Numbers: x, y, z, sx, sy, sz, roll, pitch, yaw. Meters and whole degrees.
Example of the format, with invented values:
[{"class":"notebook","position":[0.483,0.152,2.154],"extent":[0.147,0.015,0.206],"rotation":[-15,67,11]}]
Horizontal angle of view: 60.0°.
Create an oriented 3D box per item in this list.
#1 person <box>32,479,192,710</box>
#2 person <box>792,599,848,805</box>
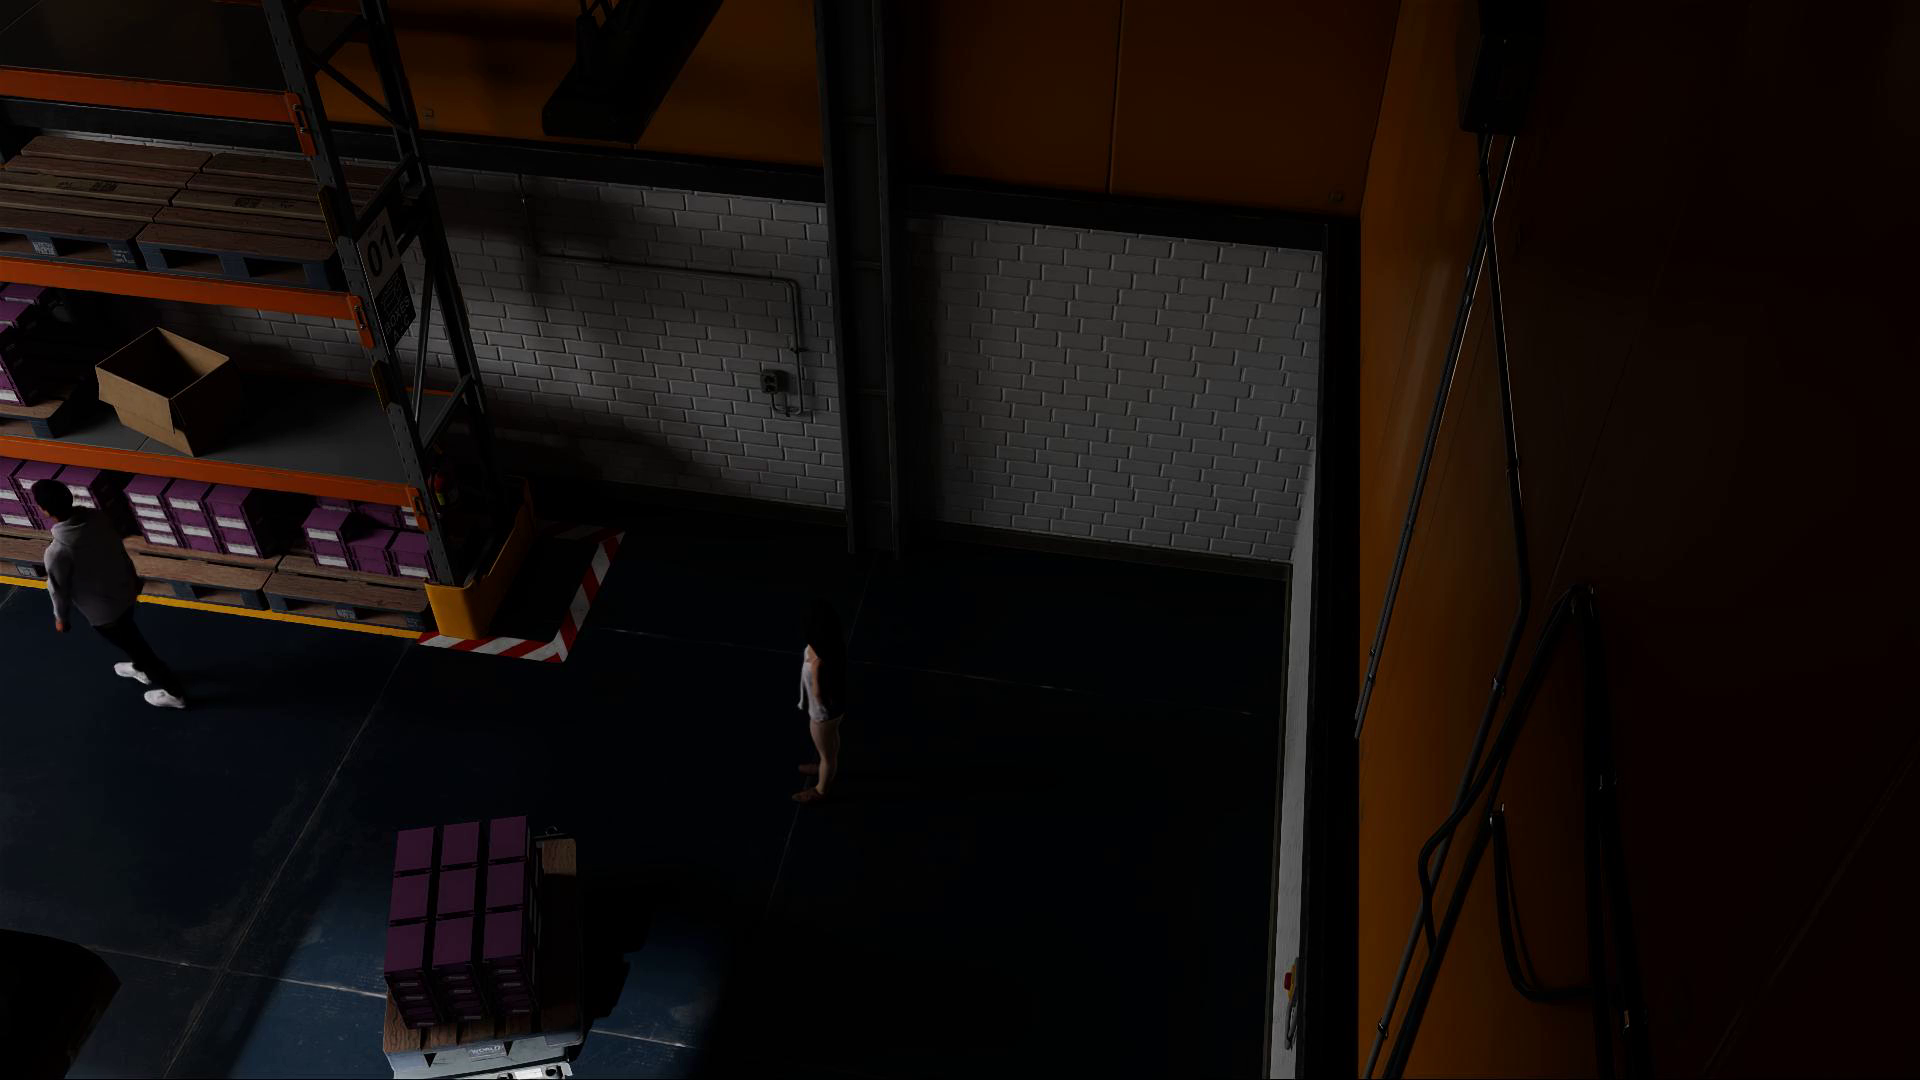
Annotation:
[{"class":"person","position":[-5.275,0.395,10.487],"extent":[0.842,1.904,0.681],"rotation":[7,44,7]},{"class":"person","position":[-0.801,0.973,10.061],"extent":[0.570,1.654,0.644],"rotation":[7,44,7]}]
